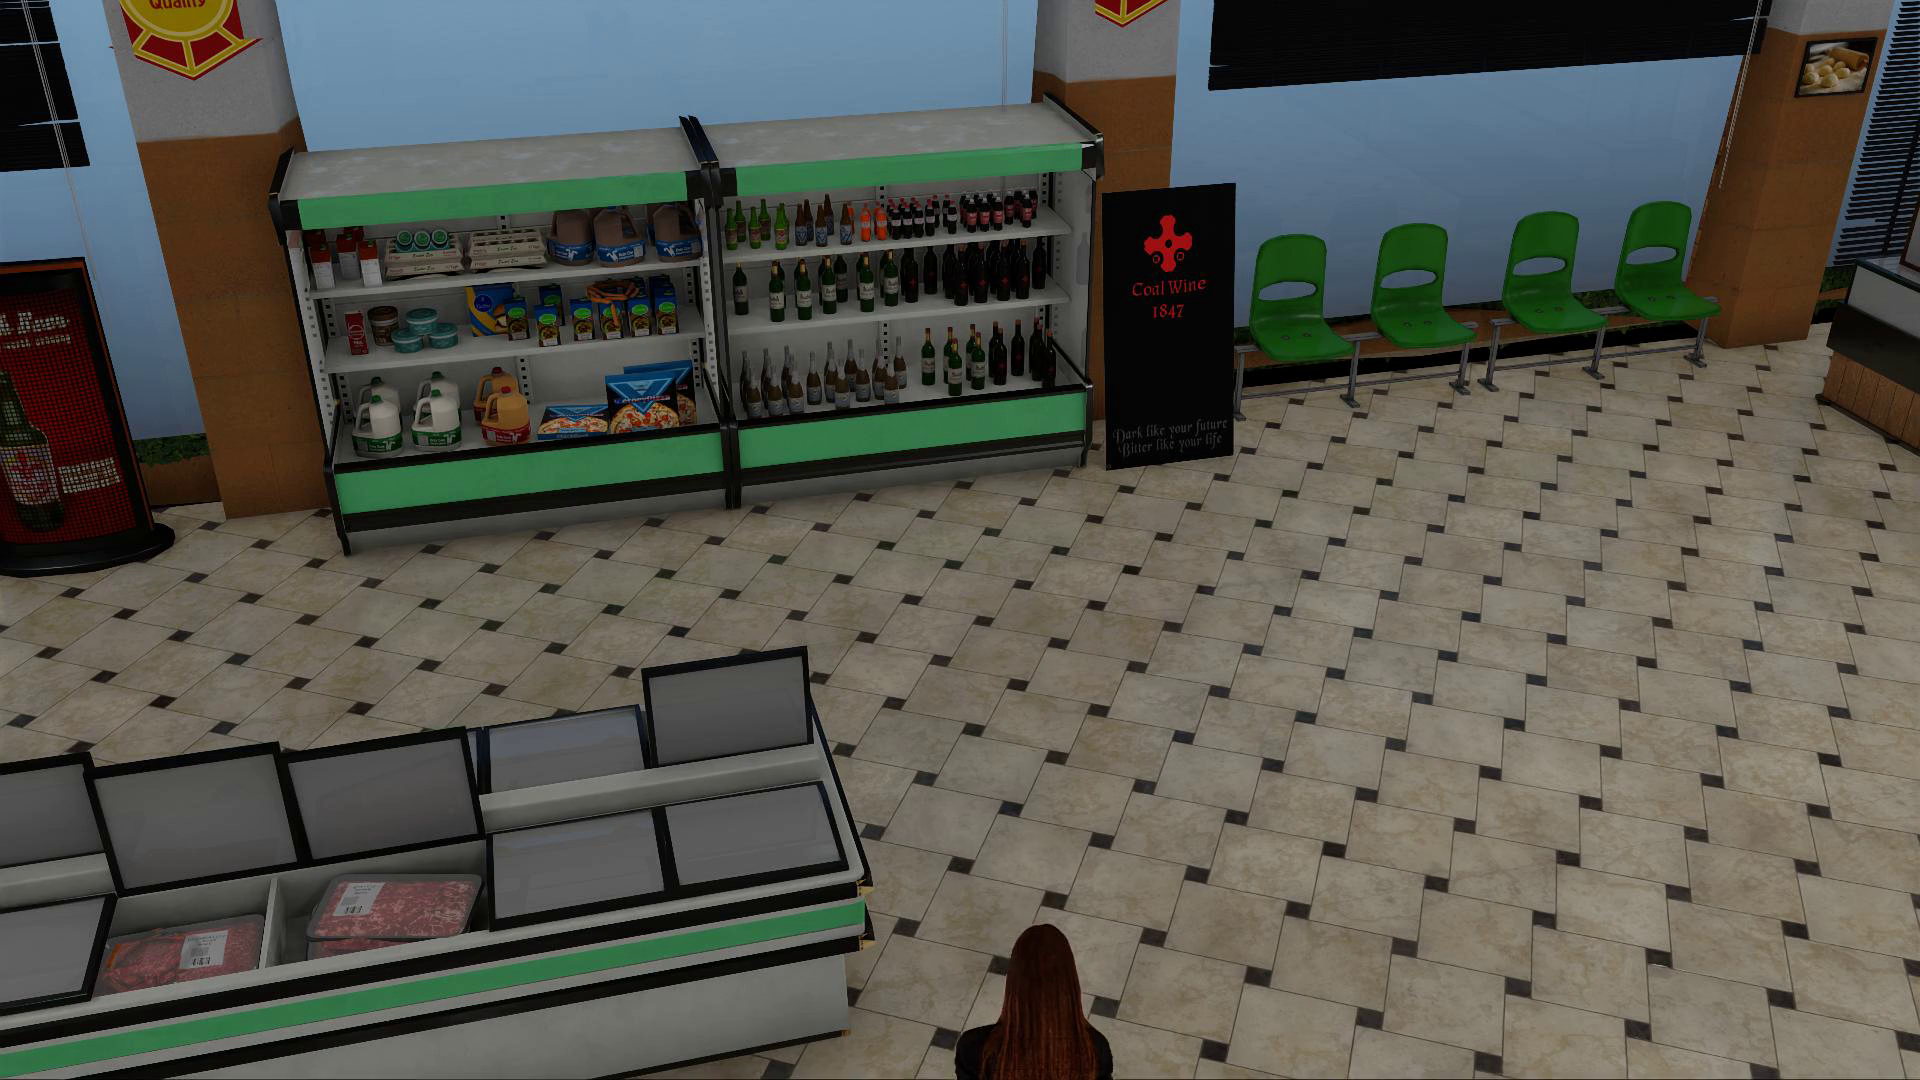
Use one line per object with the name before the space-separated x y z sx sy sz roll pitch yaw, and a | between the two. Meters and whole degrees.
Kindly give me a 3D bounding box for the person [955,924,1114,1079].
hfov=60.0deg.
person | 0.181 1.790 4.489 0.716 1.688 0.780 1 29 2
